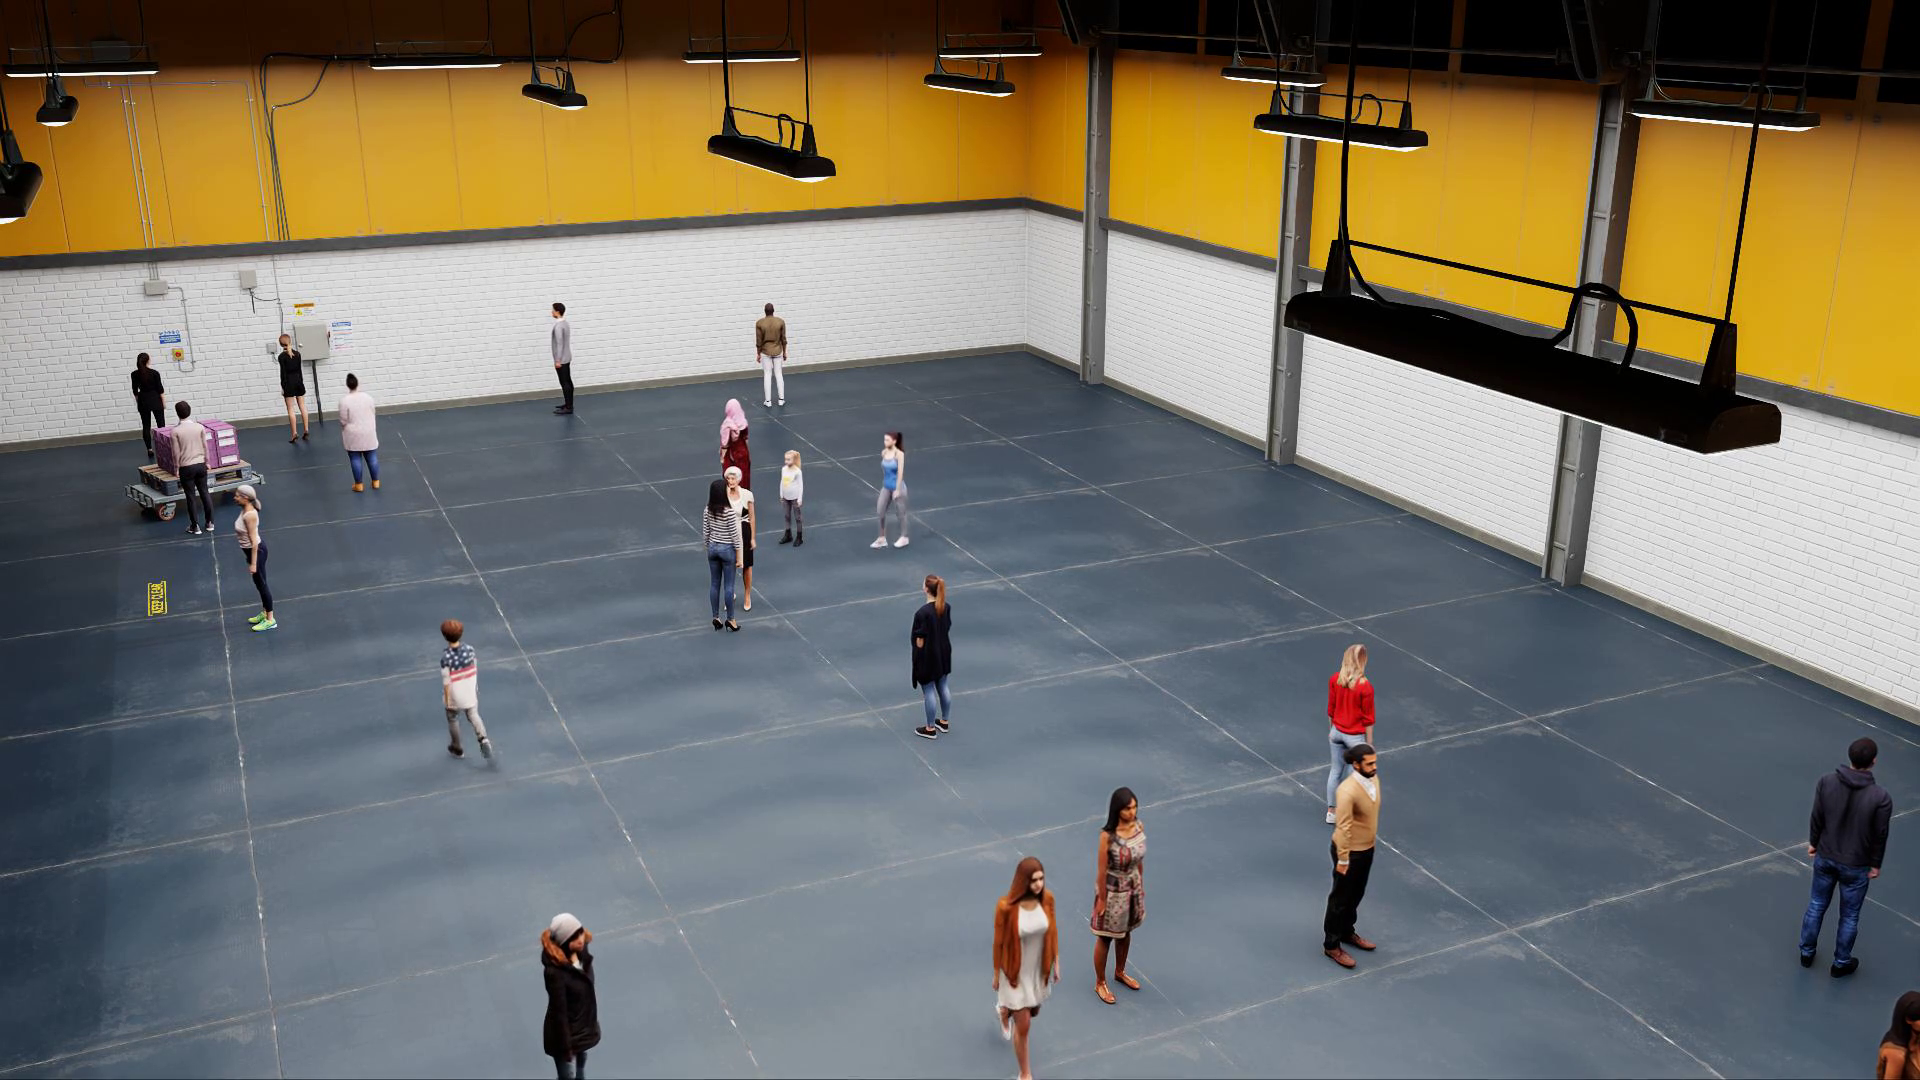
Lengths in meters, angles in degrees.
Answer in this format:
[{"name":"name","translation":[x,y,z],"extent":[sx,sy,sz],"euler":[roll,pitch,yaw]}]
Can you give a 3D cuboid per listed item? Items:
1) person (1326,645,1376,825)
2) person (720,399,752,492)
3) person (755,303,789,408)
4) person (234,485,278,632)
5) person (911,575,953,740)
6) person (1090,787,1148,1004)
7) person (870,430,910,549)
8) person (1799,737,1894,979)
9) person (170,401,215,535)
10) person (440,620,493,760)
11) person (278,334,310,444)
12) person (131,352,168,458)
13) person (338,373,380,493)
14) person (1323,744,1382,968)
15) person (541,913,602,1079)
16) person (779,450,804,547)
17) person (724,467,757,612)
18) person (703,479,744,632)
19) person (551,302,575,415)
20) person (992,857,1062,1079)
[{"name":"person","translation":[3.403,1.713,14.559],"extent":[0.734,1.705,0.566],"euler":[-17,25,-42]},{"name":"person","translation":[-3.139,-1.187,23.276],"extent":[0.741,1.637,0.748],"euler":[16,24,39]},{"name":"person","translation":[-3.294,-3.256,29.123],"extent":[0.755,1.825,0.643],"euler":[-5,19,-14]},{"name":"person","translation":[-8.090,0.182,19.109],"extent":[0.665,1.702,0.475],"euler":[-10,21,-27]},{"name":"person","translation":[-0.256,1.130,16.322],"extent":[0.696,1.684,0.670],"euler":[-17,25,-41]},{"name":"person","translation":[1.166,2.555,12.151],"extent":[0.696,1.645,0.606],"euler":[-13,23,-35]},{"name":"person","translation":[-0.805,-0.669,21.811],"extent":[0.813,1.590,0.795],"euler":[15,24,38]},{"name":"person","translation":[6.568,2.351,12.367],"extent":[0.655,1.895,0.809],"euler":[16,25,40]},{"name":"person","translation":[-10.356,-0.988,22.417],"extent":[0.665,1.809,0.696],"euler":[17,25,41]},{"name":"person","translation":[-4.714,1.439,15.807],"extent":[0.673,1.426,0.882],"euler":[-17,25,-41]},{"name":"person","translation":[-10.780,-2.457,26.842],"extent":[0.680,1.768,0.656],"euler":[11,21,29]},{"name":"person","translation":[-12.645,-2.104,25.963],"extent":[0.666,1.660,0.645],"euler":[-2,19,-6]},{"name":"person","translation":[-8.768,-1.581,24.276],"extent":[0.739,1.746,0.689],"euler":[-13,23,-34]},{"name":"person","translation":[2.988,2.344,12.608],"extent":[0.726,1.753,0.745],"euler":[15,24,38]},{"name":"person","translation":[-2.488,3.086,10.603],"extent":[0.778,1.627,0.705],"euler":[5,19,15]},{"name":"person","translation":[-2.218,-0.572,22.009],"extent":[0.562,1.279,0.638],"euler":[11,22,30]},{"name":"person","translation":[-2.634,-0.022,19.633],"extent":[0.716,1.754,0.714],"euler":[2,19,6]},{"name":"person","translation":[-2.717,0.175,18.983],"extent":[0.648,1.794,0.734],"euler":[9,21,25]},{"name":"person","translation":[-6.830,-3.140,28.627],"extent":[0.885,1.923,0.732],"euler":[-1,19,-2]},{"name":"person","translation":[0.387,2.851,11.196],"extent":[0.625,1.694,1.003],"euler":[-9,21,-25]}]
